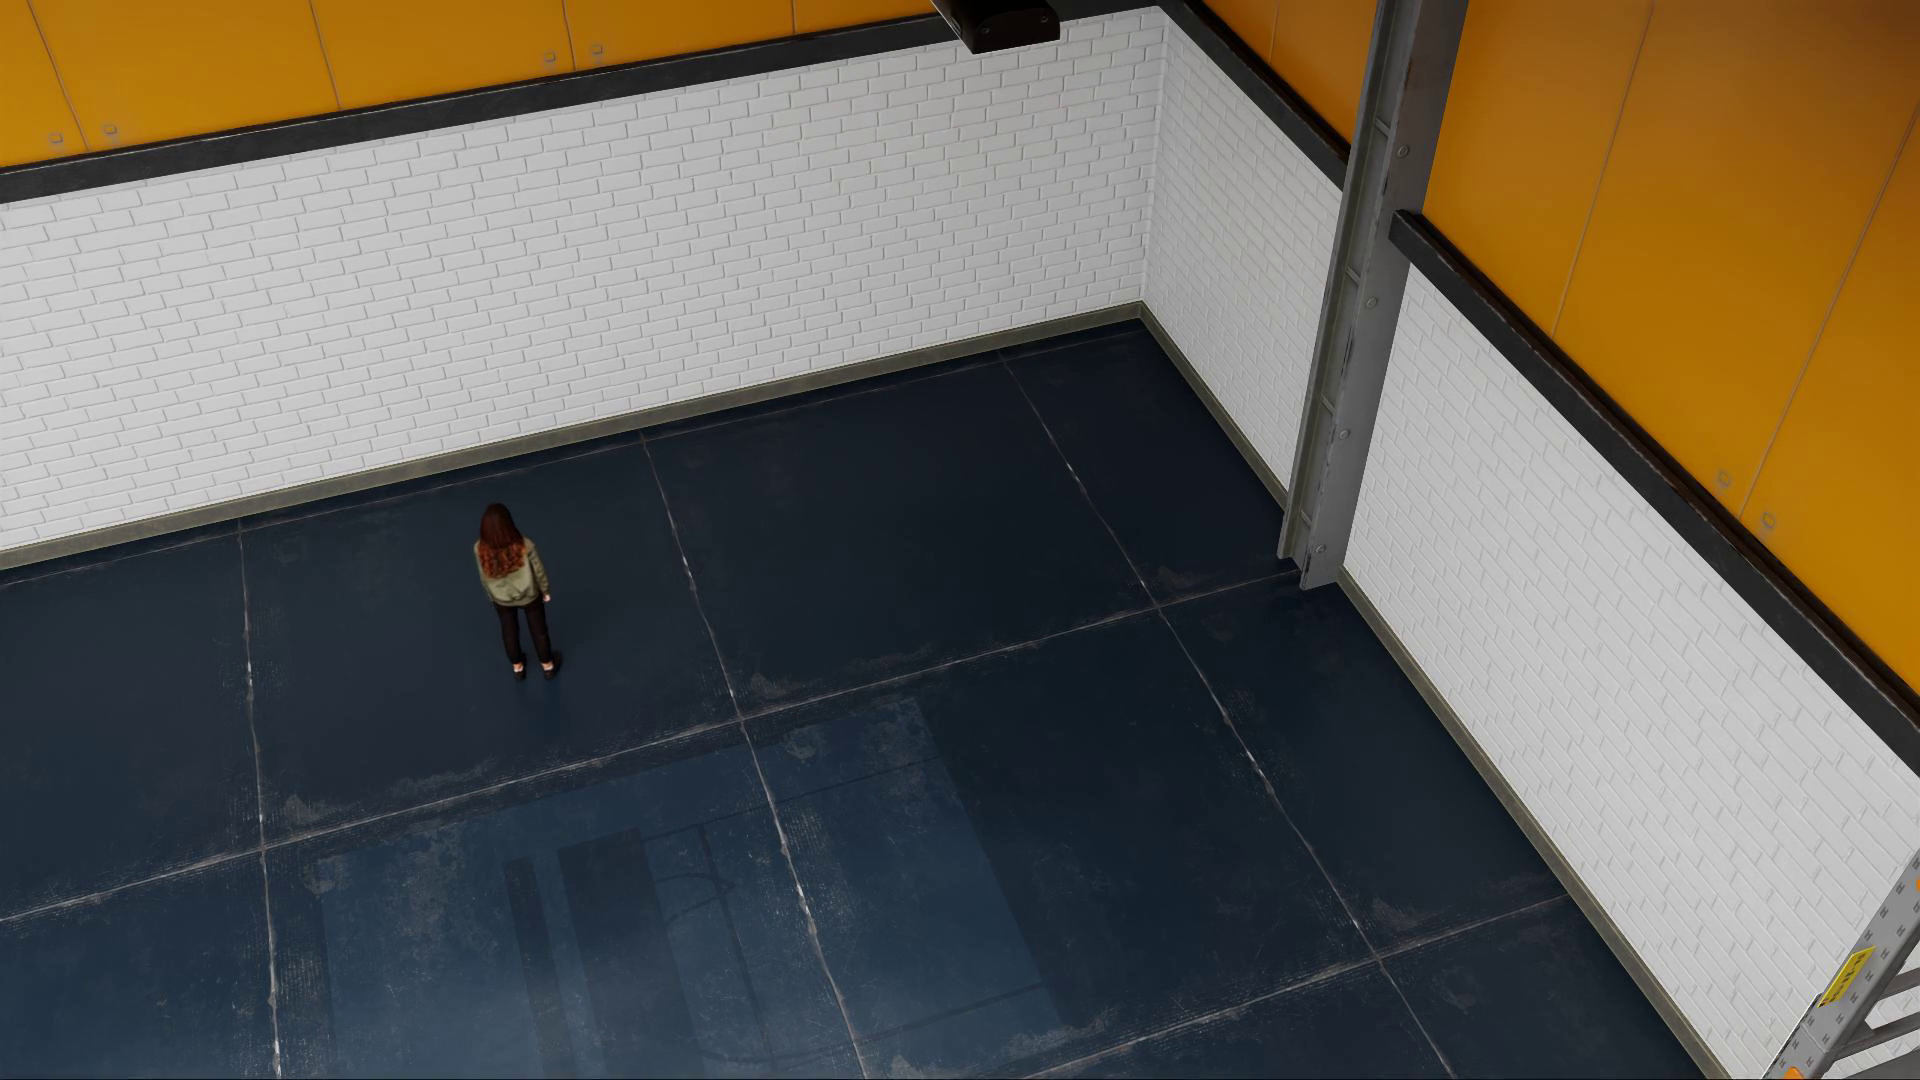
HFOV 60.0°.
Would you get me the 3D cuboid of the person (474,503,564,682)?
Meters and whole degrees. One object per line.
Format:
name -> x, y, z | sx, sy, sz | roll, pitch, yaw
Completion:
person -> -2.856, 0.339, 10.696 | 0.624, 1.474, 0.584 | -2, 44, -2
